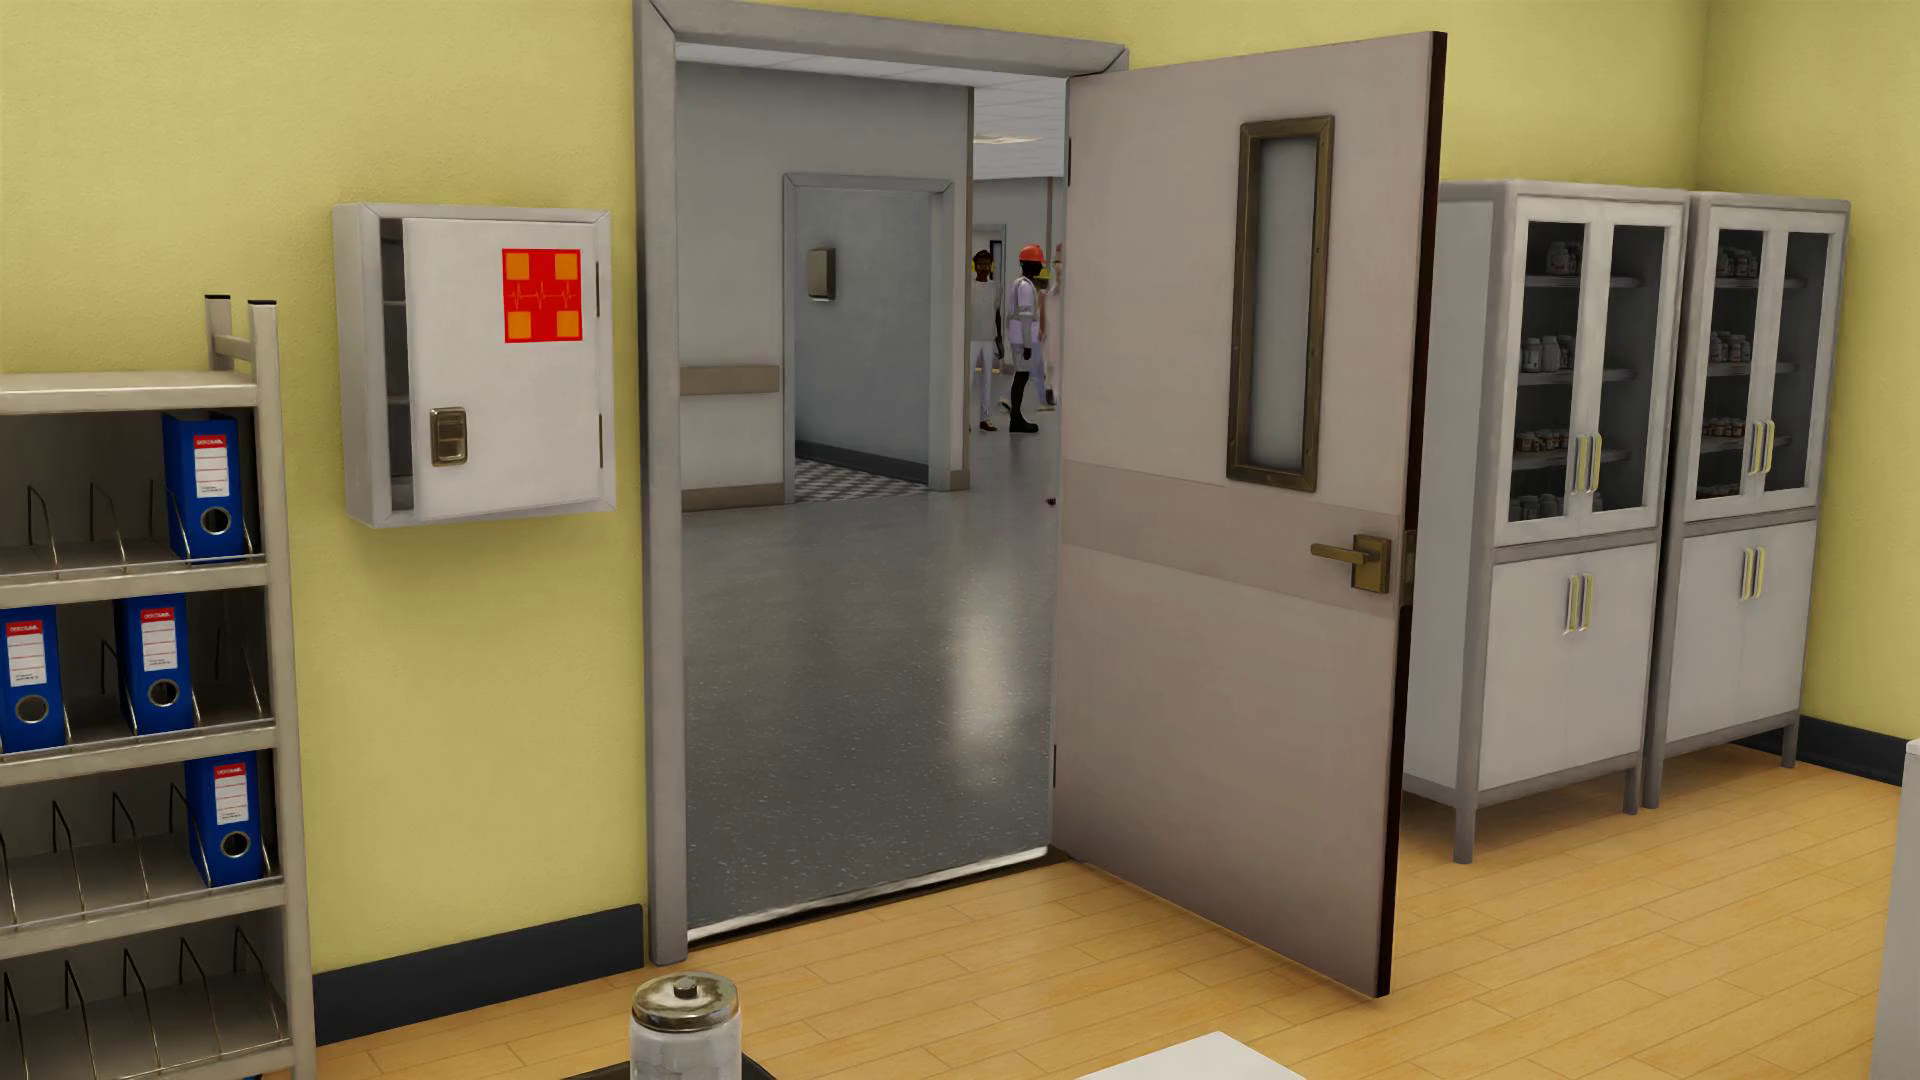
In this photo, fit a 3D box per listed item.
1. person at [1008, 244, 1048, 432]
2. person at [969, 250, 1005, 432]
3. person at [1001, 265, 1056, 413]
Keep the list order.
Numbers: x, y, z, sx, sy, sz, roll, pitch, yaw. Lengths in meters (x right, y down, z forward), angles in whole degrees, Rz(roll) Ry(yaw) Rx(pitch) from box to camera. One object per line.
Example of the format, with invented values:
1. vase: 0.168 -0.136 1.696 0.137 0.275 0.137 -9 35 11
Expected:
1. person: 0.691 -2.065 17.115 0.389 1.929 0.539 0 10 -4
2. person: 0.211 -2.034 17.059 0.535 1.864 0.309 -3 10 -22
3. person: 0.827 -2.329 19.293 0.877 1.725 0.535 -6 12 -35
